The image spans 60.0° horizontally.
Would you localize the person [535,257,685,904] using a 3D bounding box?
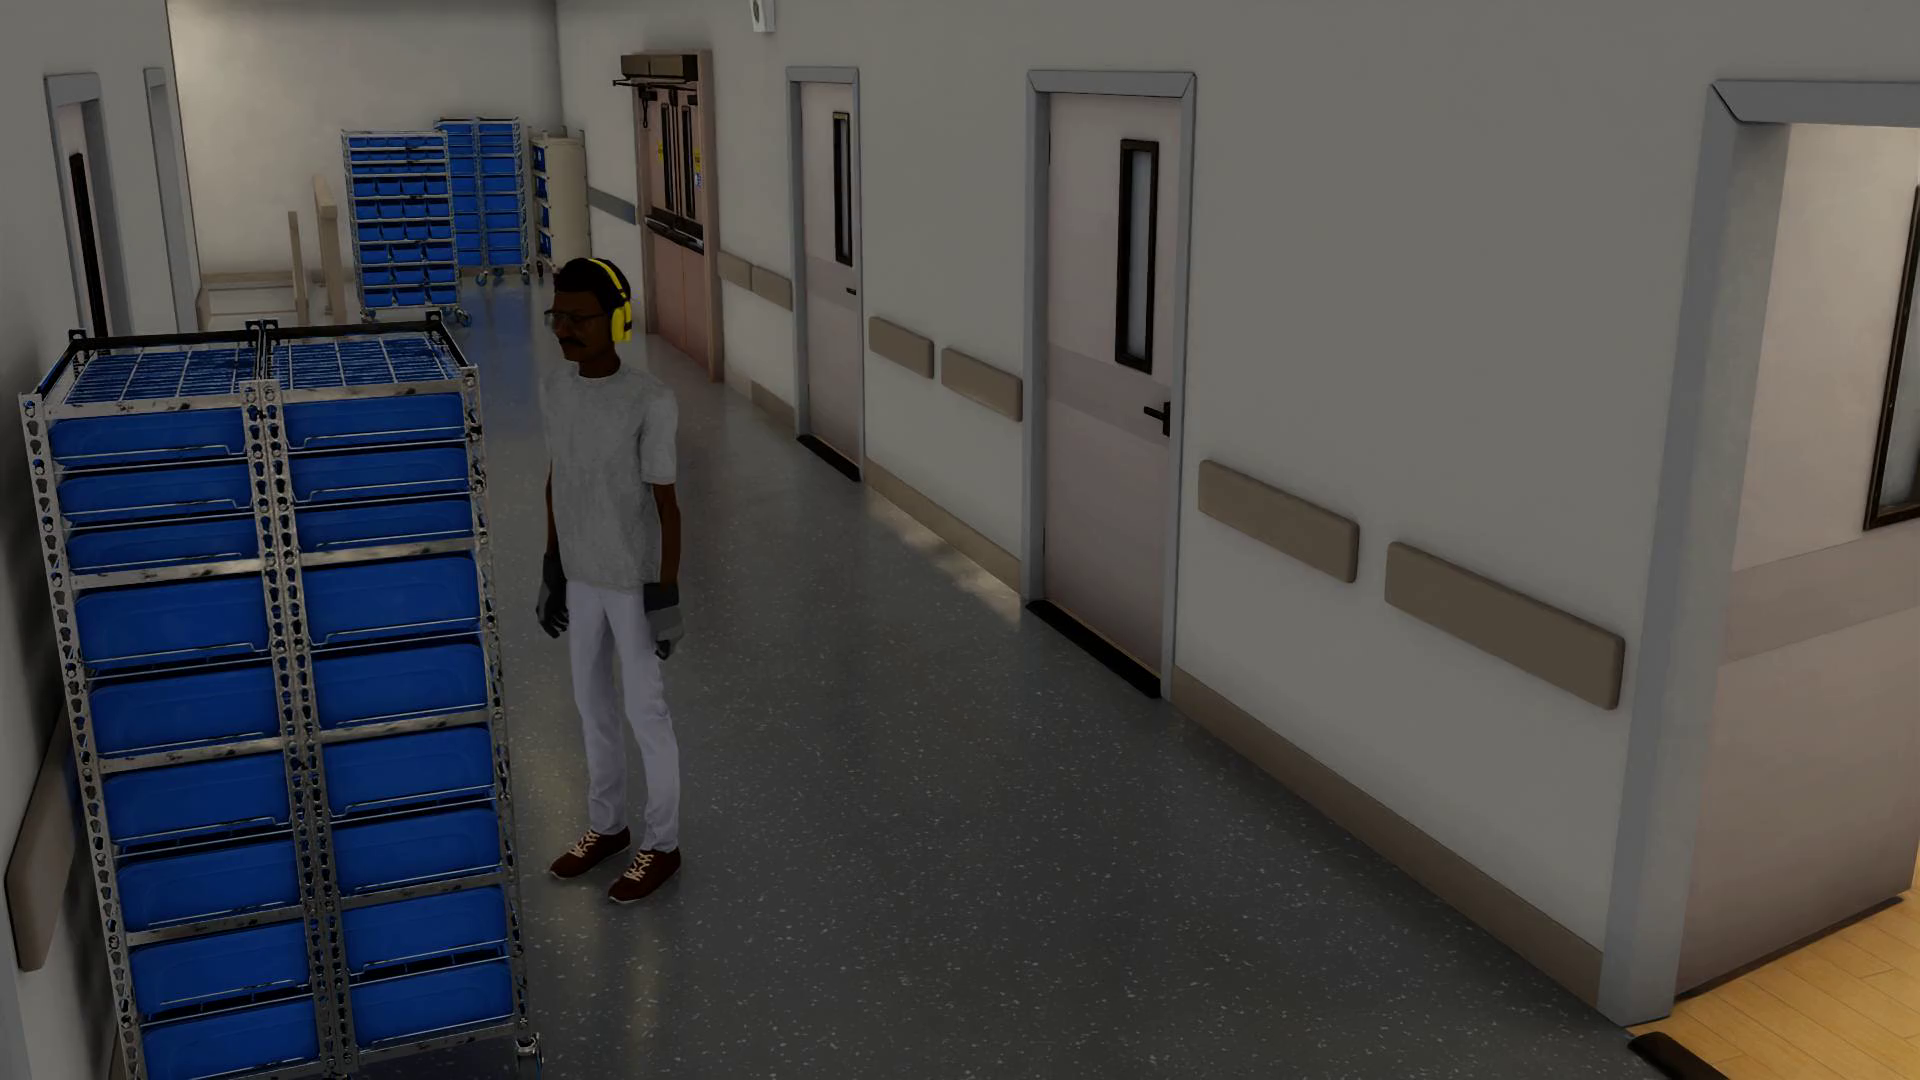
[{"bbox_3d":[-1.007,0.126,4.751,0.514,1.865,0.335,10,19,32],"label":"person"}]
